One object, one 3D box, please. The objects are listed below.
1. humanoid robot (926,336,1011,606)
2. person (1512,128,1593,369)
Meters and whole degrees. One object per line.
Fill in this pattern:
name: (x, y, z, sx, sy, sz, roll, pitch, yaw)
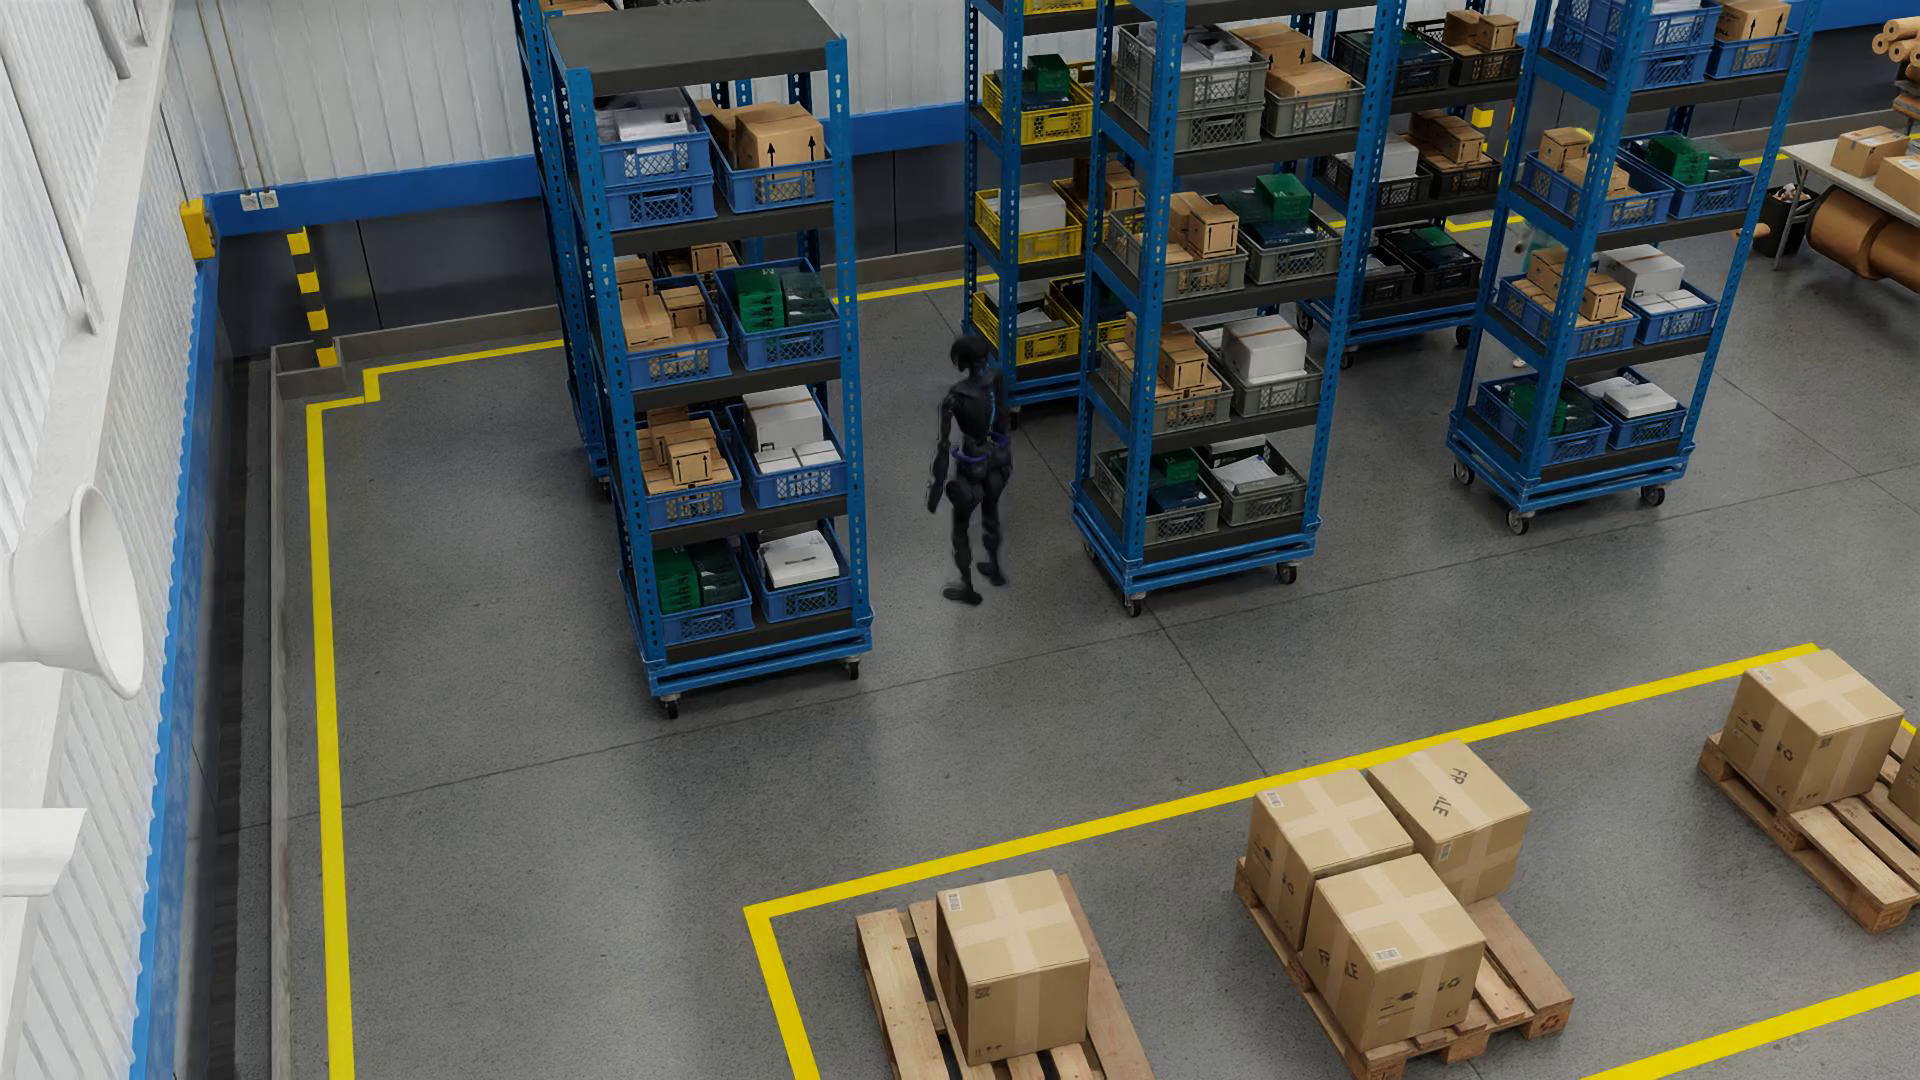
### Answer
humanoid robot: (0.094, -0.411, 9.407, 0.356, 1.647, 0.660, 27, 43, 33)
person: (4.221, -2.094, 11.734, 0.622, 1.740, 0.530, -26, 43, -32)
